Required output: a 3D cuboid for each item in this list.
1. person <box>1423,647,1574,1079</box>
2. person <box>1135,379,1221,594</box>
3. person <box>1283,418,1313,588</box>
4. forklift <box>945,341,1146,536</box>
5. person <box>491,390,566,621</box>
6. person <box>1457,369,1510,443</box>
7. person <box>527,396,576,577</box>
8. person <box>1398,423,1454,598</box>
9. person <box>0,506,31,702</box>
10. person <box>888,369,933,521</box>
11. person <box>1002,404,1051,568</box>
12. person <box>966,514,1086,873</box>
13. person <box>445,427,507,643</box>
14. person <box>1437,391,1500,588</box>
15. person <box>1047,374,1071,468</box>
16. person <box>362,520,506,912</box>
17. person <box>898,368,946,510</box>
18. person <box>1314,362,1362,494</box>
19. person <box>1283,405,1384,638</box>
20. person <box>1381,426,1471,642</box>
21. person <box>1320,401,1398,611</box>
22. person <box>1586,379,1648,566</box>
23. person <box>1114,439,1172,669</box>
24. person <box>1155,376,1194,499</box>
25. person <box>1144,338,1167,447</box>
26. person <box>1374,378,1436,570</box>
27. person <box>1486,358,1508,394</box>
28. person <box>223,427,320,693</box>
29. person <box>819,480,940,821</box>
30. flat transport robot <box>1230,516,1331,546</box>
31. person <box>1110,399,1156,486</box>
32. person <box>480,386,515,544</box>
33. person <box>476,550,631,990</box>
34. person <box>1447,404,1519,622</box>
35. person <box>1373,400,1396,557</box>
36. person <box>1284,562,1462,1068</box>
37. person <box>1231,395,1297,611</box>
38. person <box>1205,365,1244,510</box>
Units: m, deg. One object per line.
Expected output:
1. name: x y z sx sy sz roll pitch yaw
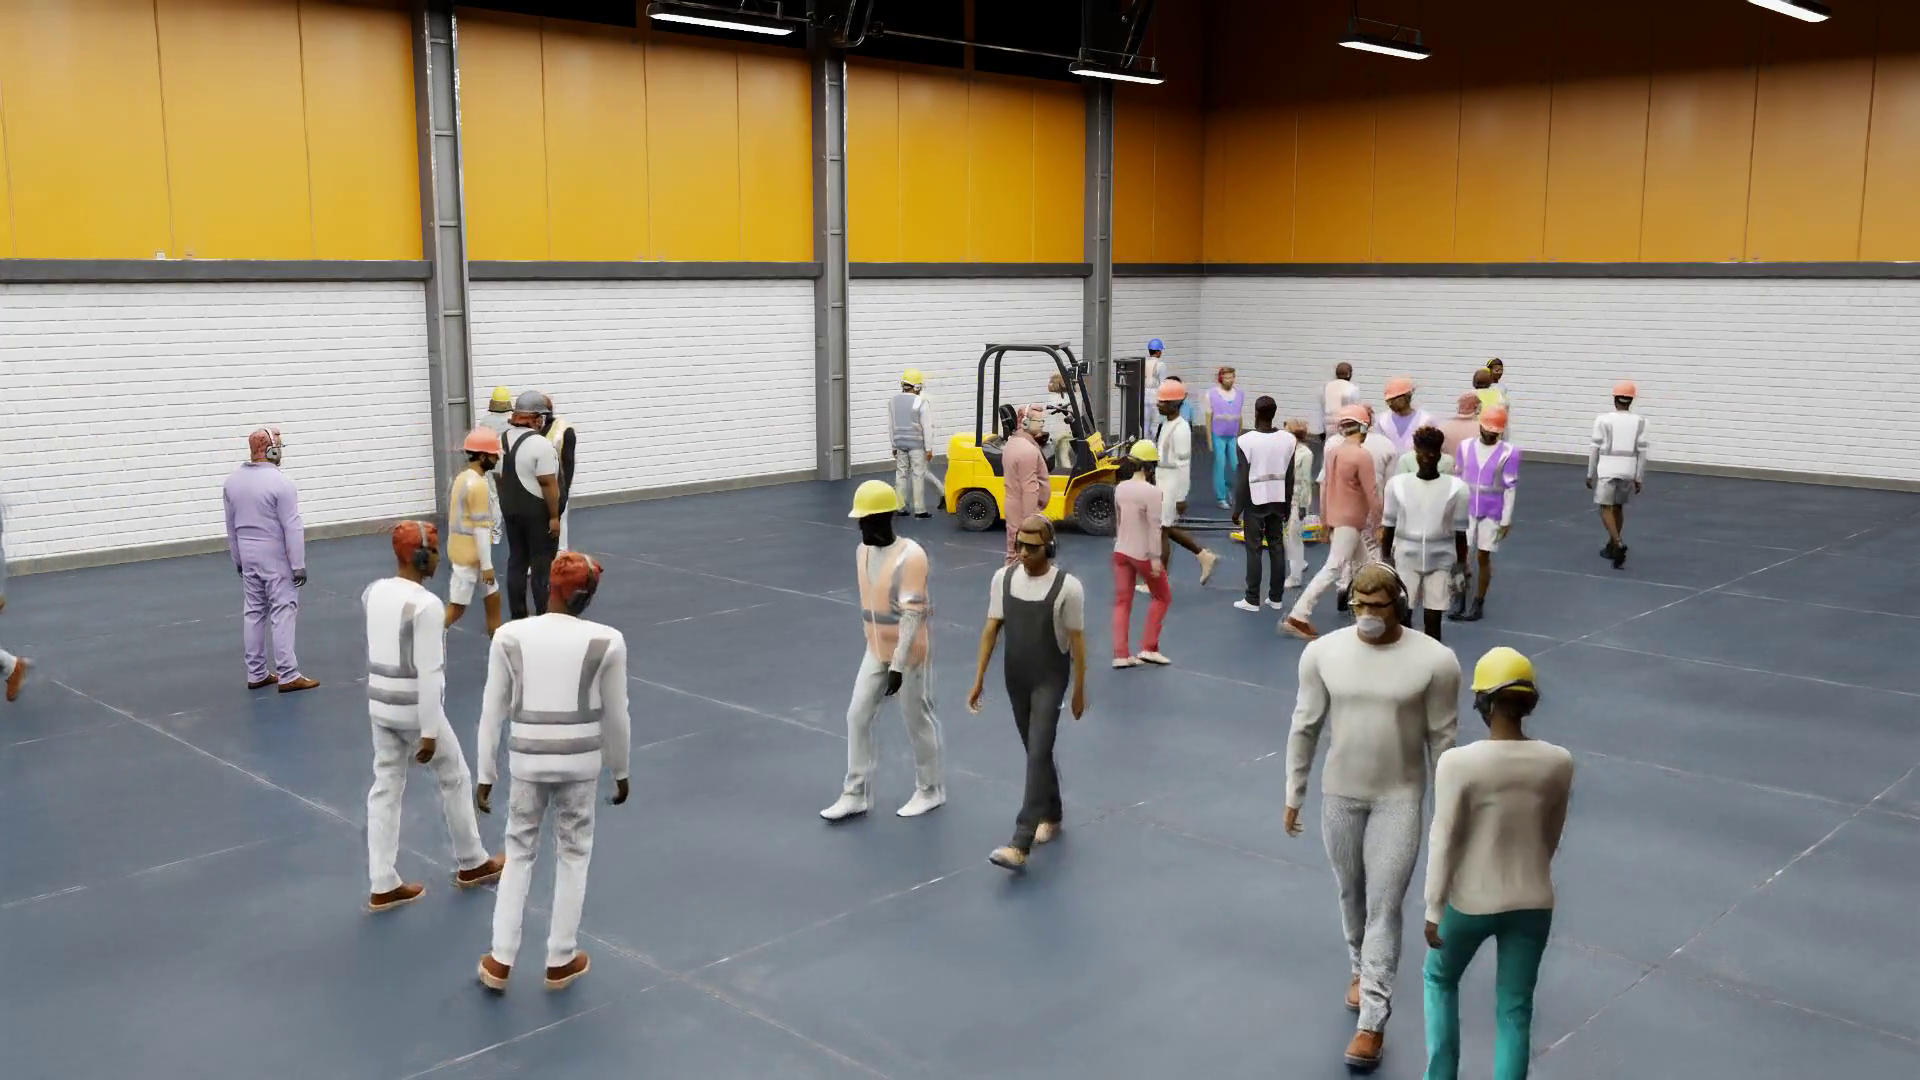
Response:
1. person: 1.832 1.239 5.741 0.541 1.738 0.555 -1 9 -6
2. person: 2.028 -0.489 15.477 0.764 2.028 0.620 0 9 -1
3. person: 3.152 -0.345 15.787 0.360 1.623 0.547 -3 10 -18
4. forklift: 0.977 -1.223 19.452 2.313 2.155 1.214 2 9 11
5. person: -3.548 -0.243 13.917 0.688 2.000 0.536 7 11 35
6. person: 6.288 -1.147 20.075 0.636 1.831 0.443 1 9 7
7. person: -4.105 -0.526 16.408 0.644 1.795 0.867 1 9 4
8. person: 4.350 -0.300 15.591 0.504 1.612 0.700 3 10 18
9. person: -6.574 0.283 11.057 0.639 1.924 0.740 4 10 22
10. person: -0.579 -1.150 20.109 0.600 1.832 0.404 6 11 31
11. person: 0.572 -0.201 14.076 0.399 1.905 0.642 -2 9 -11
12. person: 0.323 0.764 8.491 0.538 1.796 0.963 6 11 34
13. person: -3.674 0.117 12.197 0.961 1.895 0.545 -4 10 -22
14. person: 4.872 -0.489 15.946 0.651 1.874 0.843 8 12 41
15. person: 1.311 -1.421 22.429 0.487 1.615 0.523 7 12 38
16. person: -2.557 0.815 8.020 0.573 1.849 0.848 6 11 33
17. person: -0.516 -1.257 20.882 0.833 1.801 0.599 0 9 1
18. person: 4.985 -1.423 21.829 0.506 1.831 0.640 -7 12 -36
19. person: 3.150 -0.144 13.680 1.050 1.926 0.617 -1 9 -7
20. person: 3.287 0.158 11.775 0.607 1.943 0.471 3 10 19
21. person: 3.484 -0.264 14.558 0.659 1.879 0.522 1 9 6
22. person: 6.774 -0.692 17.087 0.551 1.915 0.846 0 9 1
23. person: 1.408 0.108 12.628 0.554 1.745 0.555 -7 11 -35
24. person: 2.725 -1.263 21.289 0.548 1.667 0.540 8 12 42
25. person: 3.039 -2.184 26.099 0.385 1.948 0.605 -7 12 -38
26. person: 4.351 -0.607 16.362 0.619 1.962 1.090 6 11 31
27. person: 7.001 -1.463 21.919 0.534 1.868 0.309 -4 10 -24
28. person: -4.949 0.141 11.973 0.650 1.906 0.401 4 10 24
29. person: -0.435 0.624 9.064 0.830 1.893 0.611 -9 13 -43
30. flat transport robot: 3.788 -0.116 18.546 1.431 0.197 0.652 -5 10 -27
31. person: 2.138 -1.289 20.840 1.028 1.889 0.550 7 12 38
32. person: -5.040 -0.827 18.396 0.493 1.746 0.282 -1 9 -9
33. person: -1.706 0.969 7.047 0.618 1.854 0.438 0 9 -3
34. person: 4.438 -0.221 14.216 0.587 1.901 0.527 6 11 35
35. person: 4.547 -0.721 17.504 0.508 1.824 0.949 6 11 31
36. person: 1.604 1.027 6.557 0.652 1.904 0.842 5 10 27
37. person: 2.699 -0.321 14.766 0.591 1.919 0.390 -4 10 -21
38. person: 3.332 -1.287 20.970 0.558 1.827 0.443 -3 10 -20
